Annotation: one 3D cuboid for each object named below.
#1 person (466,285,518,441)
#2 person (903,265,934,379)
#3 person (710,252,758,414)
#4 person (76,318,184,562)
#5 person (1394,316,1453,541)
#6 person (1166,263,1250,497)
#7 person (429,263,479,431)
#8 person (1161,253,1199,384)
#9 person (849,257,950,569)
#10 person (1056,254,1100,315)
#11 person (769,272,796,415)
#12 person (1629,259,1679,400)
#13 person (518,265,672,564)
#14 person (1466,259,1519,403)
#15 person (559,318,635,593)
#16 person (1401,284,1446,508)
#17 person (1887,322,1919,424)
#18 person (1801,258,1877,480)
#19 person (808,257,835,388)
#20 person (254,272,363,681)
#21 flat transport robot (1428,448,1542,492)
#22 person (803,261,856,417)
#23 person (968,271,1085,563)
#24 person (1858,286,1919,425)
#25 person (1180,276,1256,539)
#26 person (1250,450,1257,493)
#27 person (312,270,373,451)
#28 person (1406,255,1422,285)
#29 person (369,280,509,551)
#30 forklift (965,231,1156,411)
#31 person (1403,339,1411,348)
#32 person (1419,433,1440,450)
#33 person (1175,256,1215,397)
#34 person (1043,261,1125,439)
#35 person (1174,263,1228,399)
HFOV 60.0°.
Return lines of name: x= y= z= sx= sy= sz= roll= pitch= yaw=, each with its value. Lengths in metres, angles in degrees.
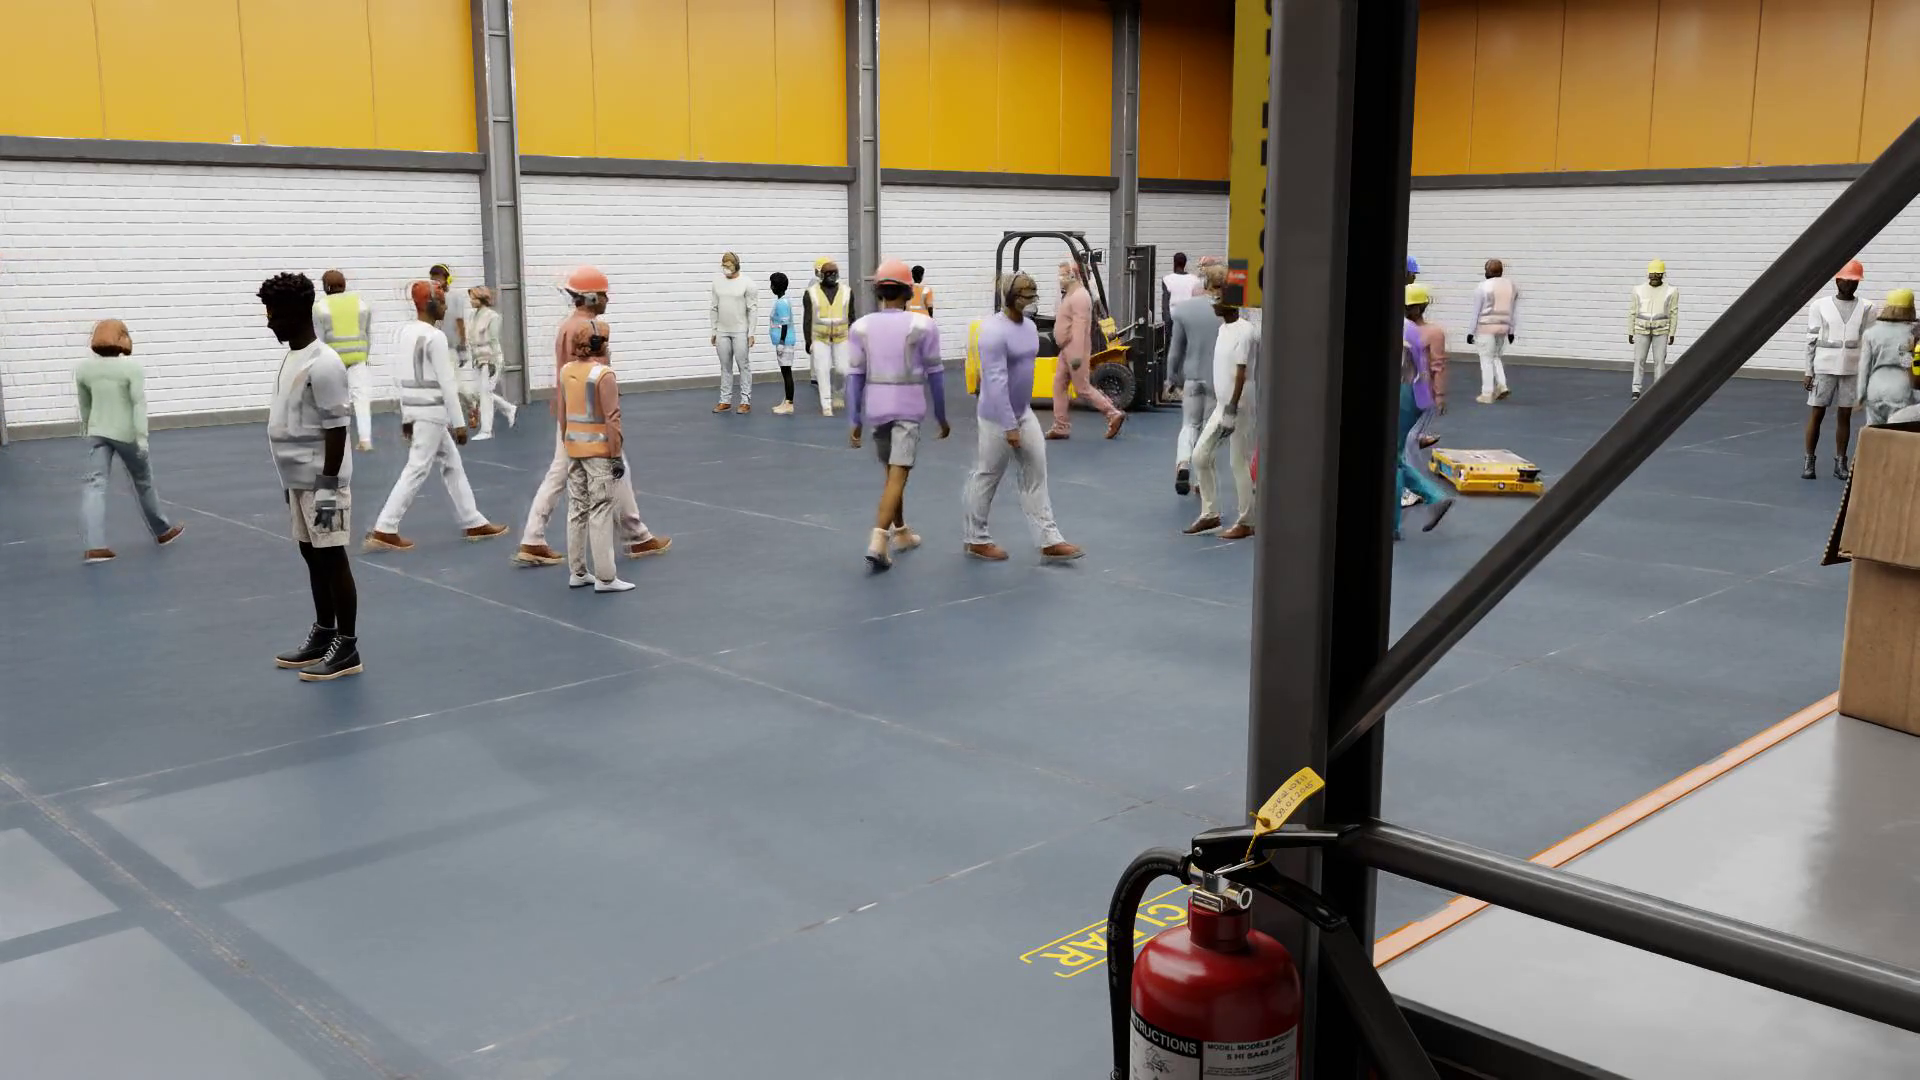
person: x=-4.916 y=-1.861 z=17.458 sx=0.514 sy=1.619 sz=0.587 roll=10 pitch=14 yaw=42
person: x=-0.638 y=-3.223 z=24.681 sx=0.530 sy=1.691 sz=0.321 roll=3 pitch=11 yaw=18
person: x=-2.722 y=-2.483 z=19.980 sx=0.627 sy=1.934 sz=0.372 roll=4 pitch=11 yaw=22
person: x=-5.606 y=-0.682 z=11.102 sx=0.514 sy=1.573 sz=0.867 roll=1 pitch=10 yaw=4
person: x=3.124 y=-0.894 z=11.631 sx=0.582 sy=1.818 sz=0.642 roll=3 pitch=11 yaw=15
person: x=1.982 y=-1.267 z=13.421 sx=0.652 sy=1.907 sz=0.595 roll=5 pitch=11 yaw=24
person: x=-5.449 y=-2.048 z=17.859 sx=0.591 sy=1.846 sz=0.580 roll=4 pitch=11 yaw=22
person: x=3.076 y=-3.117 z=23.593 sx=0.616 sy=1.872 sz=0.954 roll=-3 pitch=11 yaw=-17
person: x=-0.444 y=-0.832 z=10.831 sx=0.611 sy=2.000 sz=1.040 roll=4 pitch=11 yaw=22
person: x=1.803 y=-3.464 z=25.549 sx=0.647 sy=1.864 sz=0.914 roll=-2 pitch=11 yaw=-10
person: x=-2.120 y=-2.346 z=19.880 sx=0.321 sy=1.694 sz=0.529 roll=-1 pitch=10 yaw=-5
person: x=8.949 y=-2.707 z=21.498 sx=0.592 sy=1.825 sz=0.403 roll=6 pitch=12 yaw=28
person: x=-2.438 y=-0.802 z=10.810 sx=1.063 sy=1.942 sz=0.629 roll=-8 pitch=13 yaw=-37
person: x=6.772 y=-2.658 z=21.217 sx=0.625 sy=1.829 sz=0.440 roll=-4 pitch=11 yaw=-22
person: x=-2.201 y=-0.501 z=9.972 sx=0.522 sy=1.638 sz=0.308 roll=9 pitch=14 yaw=40
person: x=3.500 y=-1.123 z=13.047 sx=0.570 sy=1.745 sz=0.562 roll=-6 pitch=12 yaw=-31
person: x=3.468 y=0.125 z=5.976 sx=0.529 sy=1.860 sz=0.331 roll=-4 pitch=11 yaw=-20
person: x=7.674 y=-1.487 z=14.533 sx=0.542 sy=1.939 sz=0.356 roll=3 pitch=11 yaw=16
person: x=-1.945 y=-3.055 z=23.394 sx=0.403 sy=1.821 sz=0.597 roll=-4 pitch=11 yaw=-19
person: x=-3.135 y=-0.304 z=8.025 sx=0.380 sy=1.958 sz=0.602 roll=-8 pitch=13 yaw=-37
flat transport robot: x=4.504 y=-0.615 z=14.328 sx=0.652 sy=0.197 sz=1.431 roll=1 pitch=10 yaw=5
person: x=-1.549 y=-2.390 z=19.759 sx=0.640 sy=1.827 sz=0.546 roll=-2 pitch=11 yaw=-13
person: x=0.394 y=-0.764 z=10.706 sx=0.928 sy=1.894 sz=0.640 roll=7 pitch=13 yaw=35
person: x=7.533 y=-1.187 z=13.499 sx=0.488 sy=1.726 sz=0.664 roll=10 pitch=14 yaw=43
person: x=1.821 y=-0.903 z=11.610 sx=0.643 sy=1.850 sz=0.512 roll=-3 pitch=11 yaw=-18
person: x=2.780 y=-1.245 z=13.829 sx=0.920 sy=1.704 sz=0.536 roll=-2 pitch=11 yaw=-13
person: x=-6.152 y=-1.780 z=16.557 sx=0.624 sy=1.792 sz=0.974 roll=-8 pitch=13 yaw=-36
person: x=4.499 y=-1.955 z=17.110 sx=0.429 sy=1.931 sz=0.613 roll=-2 pitch=11 yaw=-11
person: x=-3.624 y=-0.849 z=11.348 sx=1.001 sy=1.837 sz=0.595 roll=-8 pitch=13 yaw=-37
forklift: x=1.222 y=-2.721 z=20.561 sx=2.313 sy=2.155 sz=1.214 roll=2 pitch=11 yaw=13
person: x=1.409 y=0.073 z=6.035 sx=0.369 sy=1.933 sz=0.553 roll=4 pitch=11 yaw=21
person: x=4.251 y=-1.791 z=16.401 sx=0.970 sy=1.856 sz=0.654 roll=1 pitch=10 yaw=4
person: x=3.264 y=-2.755 z=21.648 sx=0.643 sy=1.873 sz=0.936 roll=-8 pitch=13 yaw=-37
person: x=1.276 y=-1.964 z=17.315 sx=0.866 sy=1.869 sz=0.688 roll=-1 pitch=10 yaw=-5
person: x=3.205 y=-2.676 z=21.465 sx=0.887 sy=1.795 sz=0.524 roll=2 pitch=11 yaw=11
